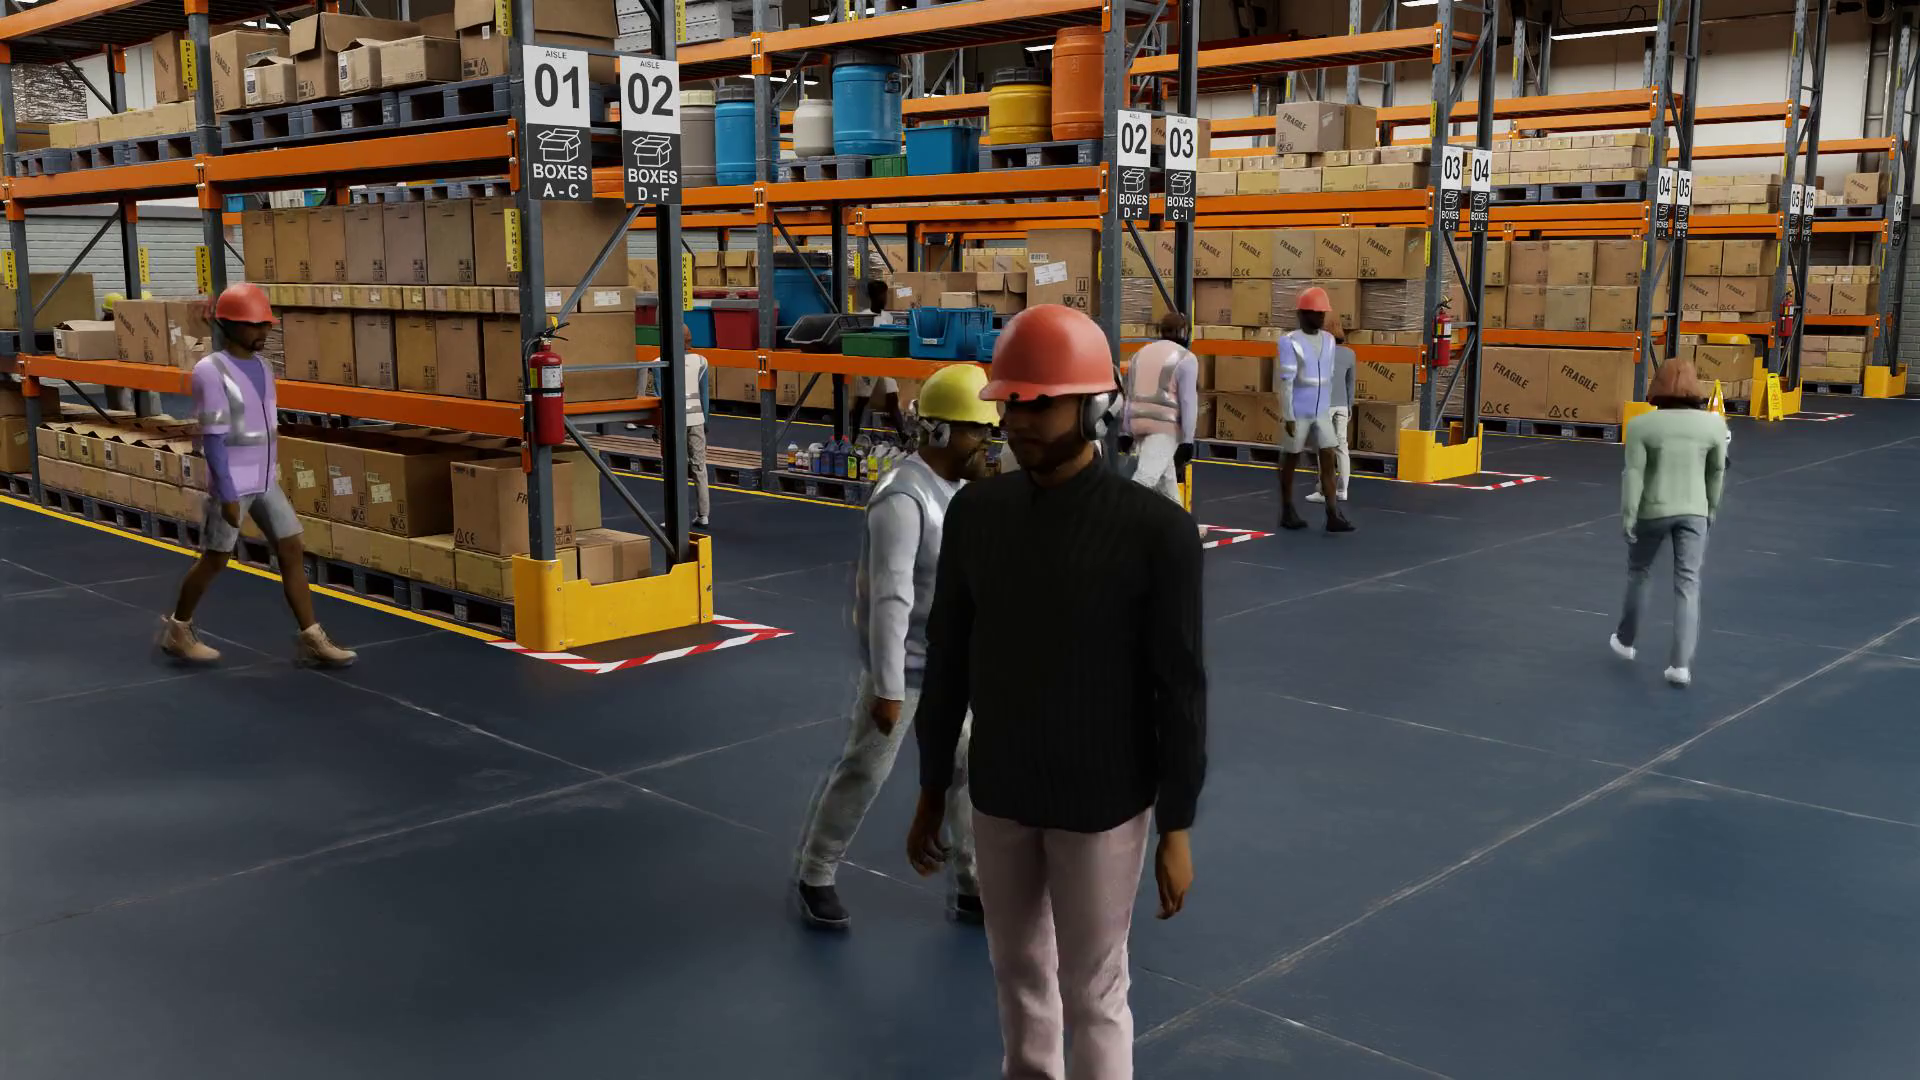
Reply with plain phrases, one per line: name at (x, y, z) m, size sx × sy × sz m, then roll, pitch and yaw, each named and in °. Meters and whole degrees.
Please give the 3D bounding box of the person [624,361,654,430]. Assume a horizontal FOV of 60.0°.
person at (-4.159, -2.247, 21.379) m, size 0.313 × 1.642 × 0.513 m, roll 7°, pitch 11°, yaw 35°

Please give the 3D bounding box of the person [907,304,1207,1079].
person at (0.183, 0.515, 3.413) m, size 0.626 × 1.993 × 0.410 m, roll 7°, pitch 11°, yaw 36°

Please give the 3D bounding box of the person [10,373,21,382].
person at (-13.899, -2.804, 24.119) m, size 0.319 × 1.863 × 0.521 m, roll 8°, pitch 12°, yaw 39°

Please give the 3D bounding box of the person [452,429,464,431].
person at (-4.027, -1.164, 13.660) m, size 0.376 × 1.995 × 0.612 m, roll 8°, pitch 12°, yaw 42°

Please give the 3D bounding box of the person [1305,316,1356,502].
person at (3.262, -1.153, 14.694) m, size 0.507 × 1.631 × 0.275 m, roll -5°, pitch 10°, yaw -27°

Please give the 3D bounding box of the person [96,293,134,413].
person at (-9.730, -1.937, 19.090) m, size 0.710 × 1.785 × 0.406 m, roll 6°, pitch 11°, yaw 31°

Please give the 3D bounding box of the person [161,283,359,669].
person at (-3.690, -0.319, 8.522) m, size 1.066 × 1.989 × 0.615 m, roll 2°, pitch 10°, yaw 14°

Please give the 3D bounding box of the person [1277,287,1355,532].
person at (2.758, -0.992, 12.889) m, size 0.563 × 1.897 × 0.898 m, roll -4°, pitch 10°, yaw -25°

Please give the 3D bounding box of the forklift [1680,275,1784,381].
forklift at (12.480, -3.427, 27.053) m, size 1.214 × 2.155 × 2.313 m, roll 9°, pitch 13°, yaw 43°

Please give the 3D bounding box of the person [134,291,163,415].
person at (-9.845, -2.110, 20.071) m, size 0.902 × 1.799 × 0.602 m, roll 3°, pitch 10°, yaw 19°

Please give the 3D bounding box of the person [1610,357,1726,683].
person at (3.594, -0.118, 8.455) m, size 0.513 × 1.602 × 0.801 m, roll 2°, pitch 9°, yaw 10°

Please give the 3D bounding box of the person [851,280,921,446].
person at (-0.875, -1.944, 18.667) m, size 0.984 × 1.914 × 0.627 m, roll 8°, pitch 12°, yaw 41°

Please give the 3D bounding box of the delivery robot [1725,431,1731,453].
delivery robot at (7.562, -1.045, 17.178) m, size 0.477 × 0.478 × 0.707 m, roll -8°, pitch 12°, yaw -39°

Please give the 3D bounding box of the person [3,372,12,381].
person at (-13.280, -2.614, 22.866) m, size 0.604 × 1.930 × 0.494 m, roll 3°, pitch 10°, yaw 20°

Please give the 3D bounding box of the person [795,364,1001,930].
person at (-0.185, 0.341, 5.152) m, size 0.792 × 1.778 × 0.610 m, roll 4°, pitch 10°, yaw 25°

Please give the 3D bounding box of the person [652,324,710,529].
person at (-2.196, -0.899, 13.118) m, size 0.517 × 1.639 × 0.313 m, roll -8°, pitch 12°, yaw -41°

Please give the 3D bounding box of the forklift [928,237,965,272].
forklift at (-0.326, -5.817, 39.609) m, size 1.129 × 2.768 × 1.873 m, roll 9°, pitch 13°, yaw 43°

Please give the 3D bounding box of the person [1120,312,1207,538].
person at (1.449, -0.792, 12.196) m, size 1.125 × 1.749 × 0.640 m, roll -6°, pitch 11°, yaw -34°

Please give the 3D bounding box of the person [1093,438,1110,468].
person at (0.332, 0.256, 5.434) m, size 0.331 × 1.841 × 0.505 m, roll 3°, pitch 10°, yaw 15°
